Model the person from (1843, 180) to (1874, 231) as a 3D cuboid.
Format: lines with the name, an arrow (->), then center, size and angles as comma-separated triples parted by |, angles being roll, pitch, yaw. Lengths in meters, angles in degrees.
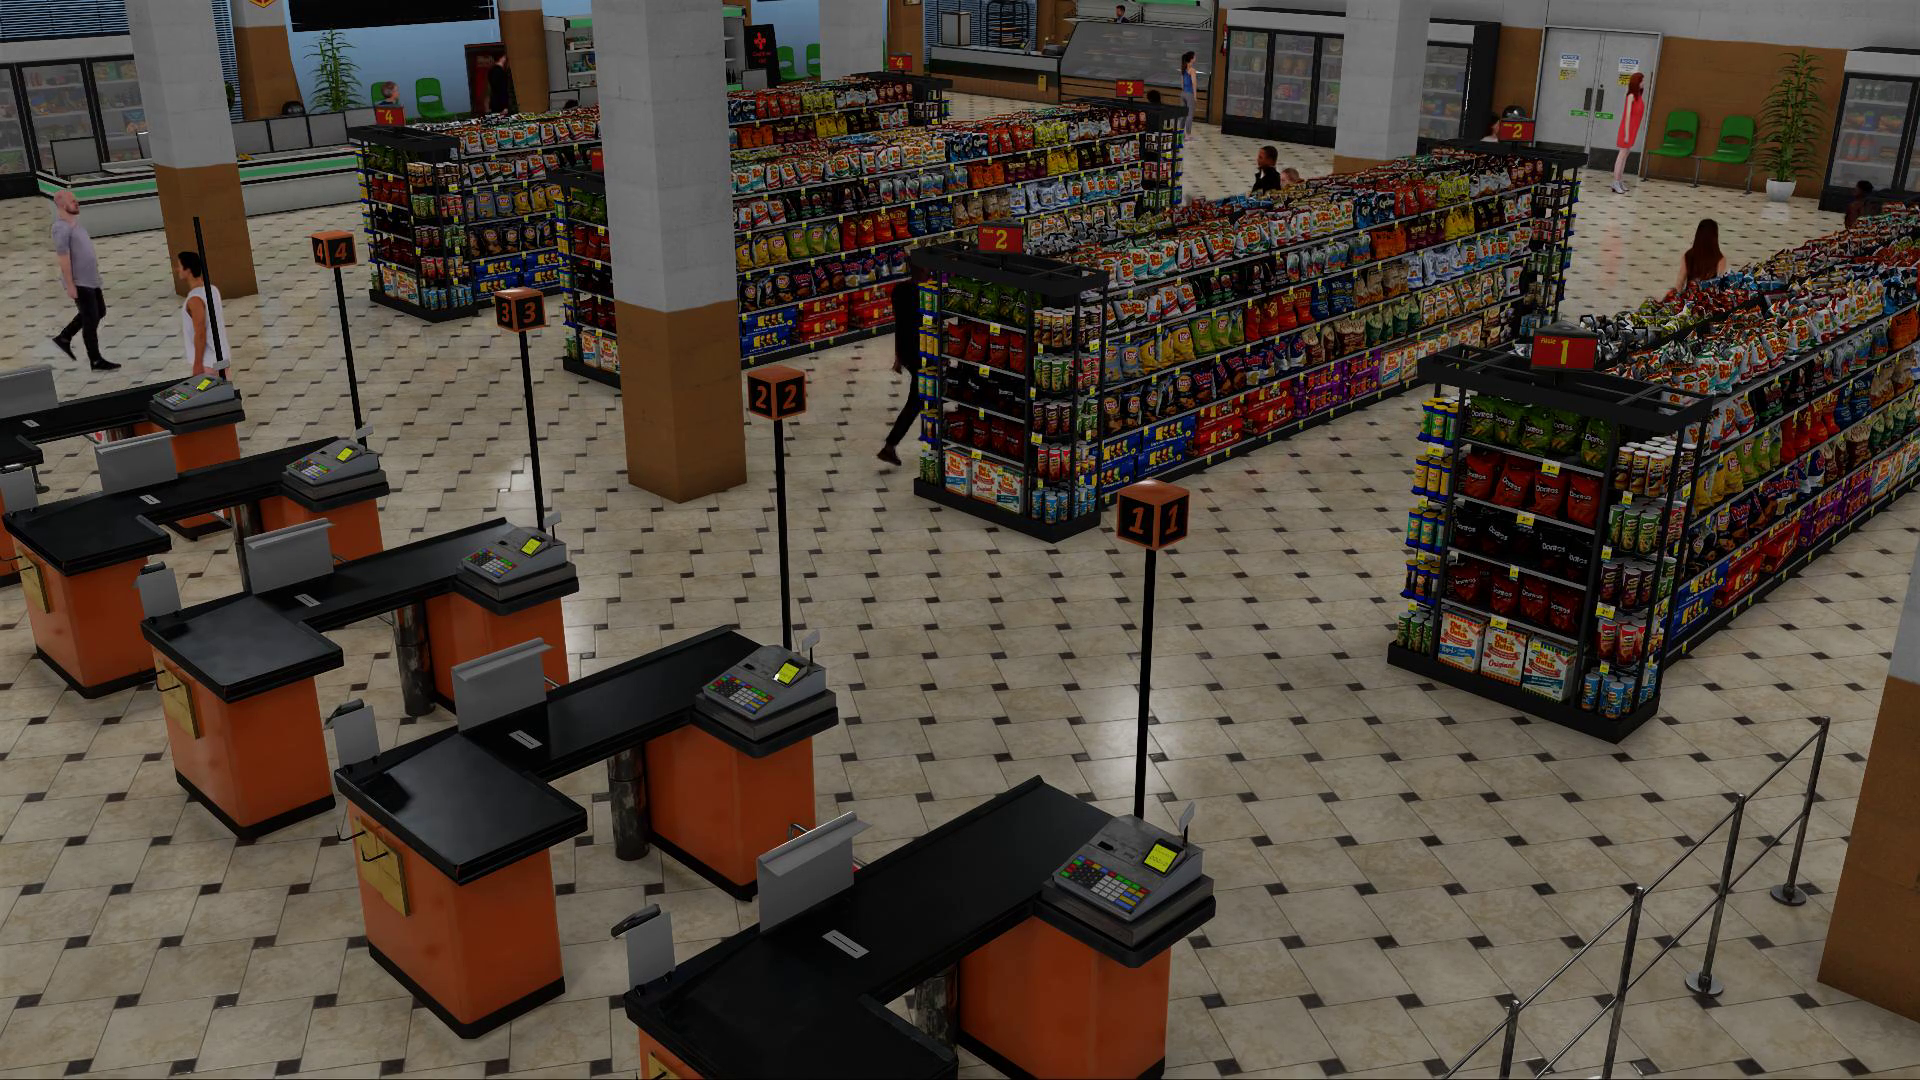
person -> 10.915, -3.731, 20.203 | 0.777, 1.244, 0.703 | -13, 25, -29

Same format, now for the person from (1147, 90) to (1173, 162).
person -> 2.713, -5.219, 23.033 | 1.149, 1.895, 1.076 | -7, 23, -17

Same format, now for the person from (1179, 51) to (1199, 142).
person -> 4.276, -8.307, 31.102 | 0.627, 1.610, 0.625 | -11, 25, -26

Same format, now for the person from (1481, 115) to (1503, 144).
person -> 7.074, -4.899, 22.570 | 0.784, 1.648, 1.021 | 15, 26, 33

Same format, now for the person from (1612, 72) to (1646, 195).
person -> 10.433, -6.359, 25.962 | 0.676, 1.827, 0.496 | 15, 27, 34

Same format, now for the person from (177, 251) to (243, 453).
person -> -6.332, -1.553, 14.053 | 0.773, 1.789, 0.730 | -2, 22, -5

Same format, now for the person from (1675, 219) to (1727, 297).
person -> 6.839, -2.110, 15.563 | 0.977, 1.697, 0.614 | -17, 28, -36

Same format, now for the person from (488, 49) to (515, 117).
person -> -8.011, -7.477, 28.722 | 0.718, 1.845, 1.144 | 20, 29, 40

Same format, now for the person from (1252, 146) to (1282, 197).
person -> 3.437, -3.460, 18.643 | 0.780, 1.904, 0.800 | -7, 23, -17

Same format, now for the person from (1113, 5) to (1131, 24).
person -> 3.711, -11.416, 38.499 | 0.554, 1.863, 0.629 | -20, 30, -41

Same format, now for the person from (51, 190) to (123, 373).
person -> -8.819, -2.554, 16.501 | 1.025, 1.820, 0.921 | -5, 22, -13

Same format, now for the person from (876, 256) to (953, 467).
person -> -0.396, -1.464, 13.846 | 0.708, 1.777, 1.204 | 19, 29, 39
